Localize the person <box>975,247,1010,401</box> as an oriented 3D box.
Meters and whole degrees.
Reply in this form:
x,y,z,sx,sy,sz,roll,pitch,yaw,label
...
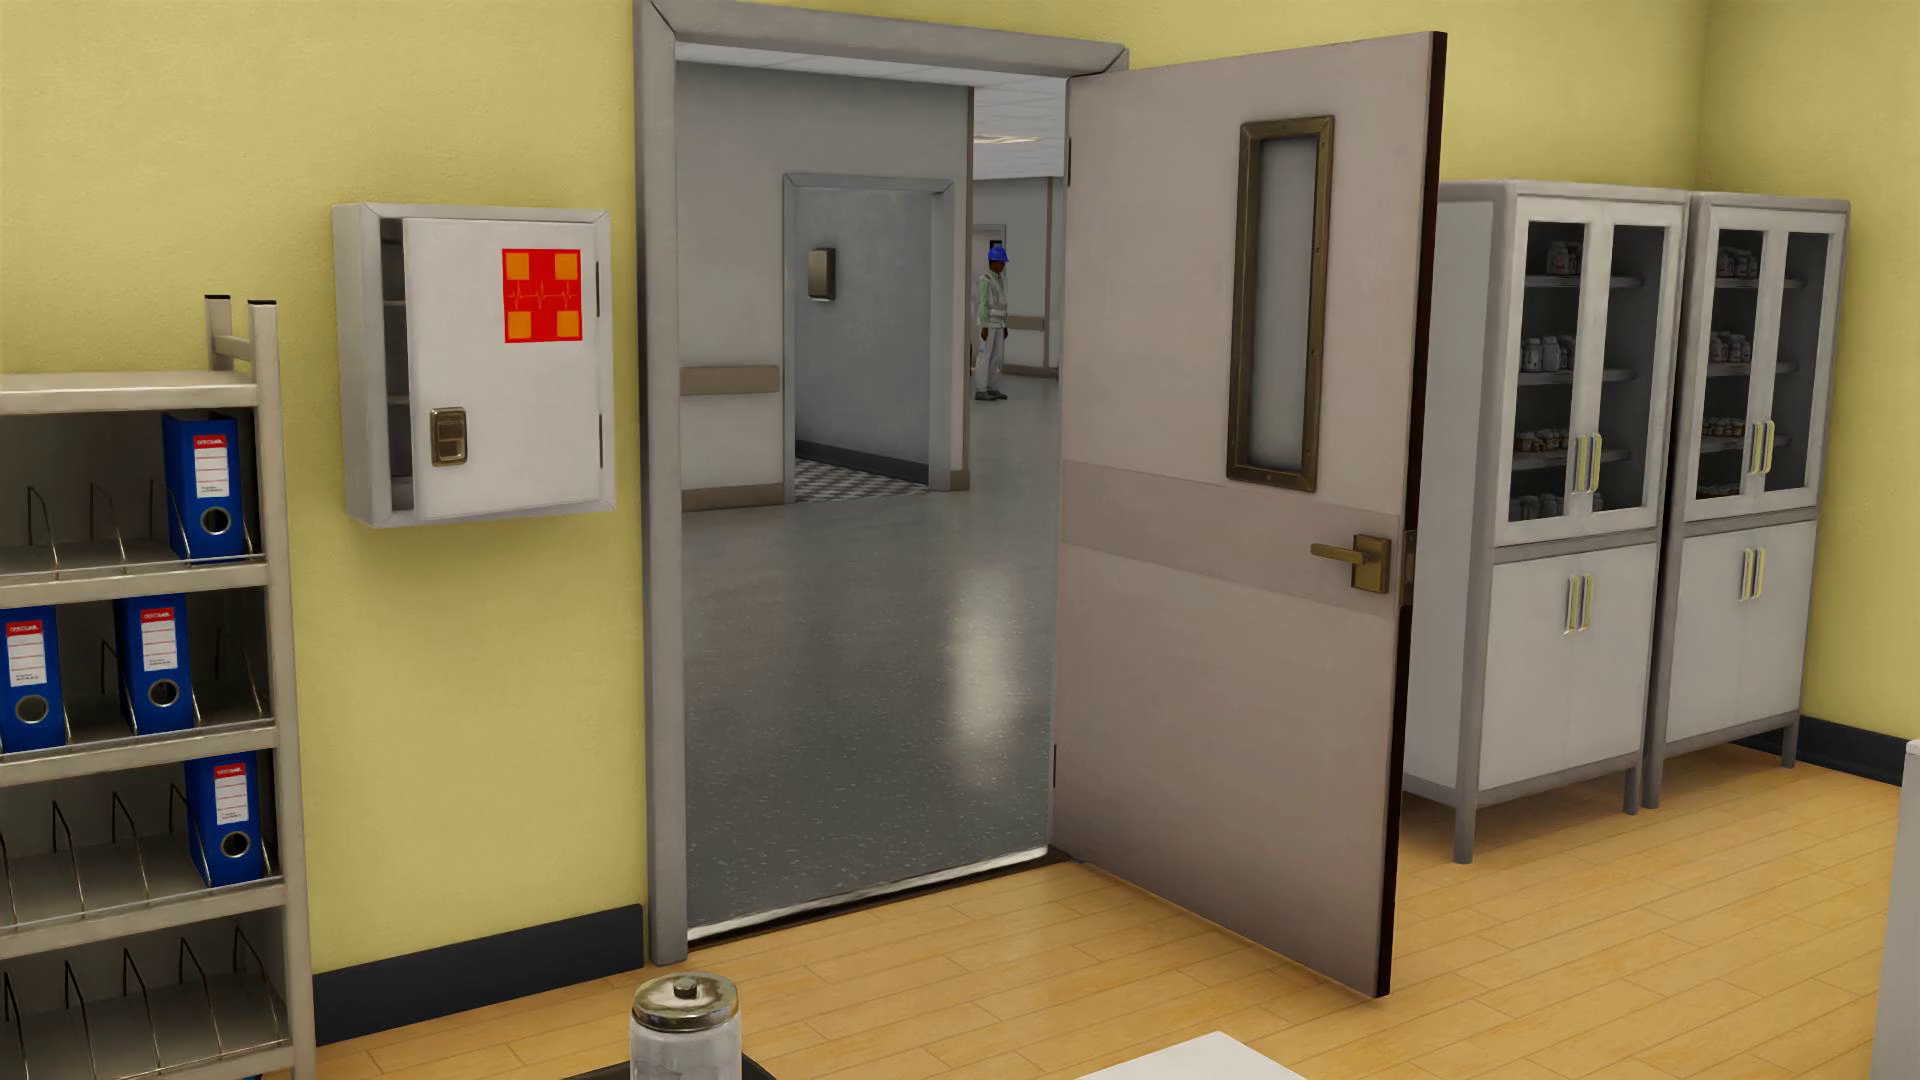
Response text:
x,y,z,sx,sy,sz,roll,pitch,yaw,label
0.423,-2.718,20.974,0.422,1.938,0.600,6,11,27,person
